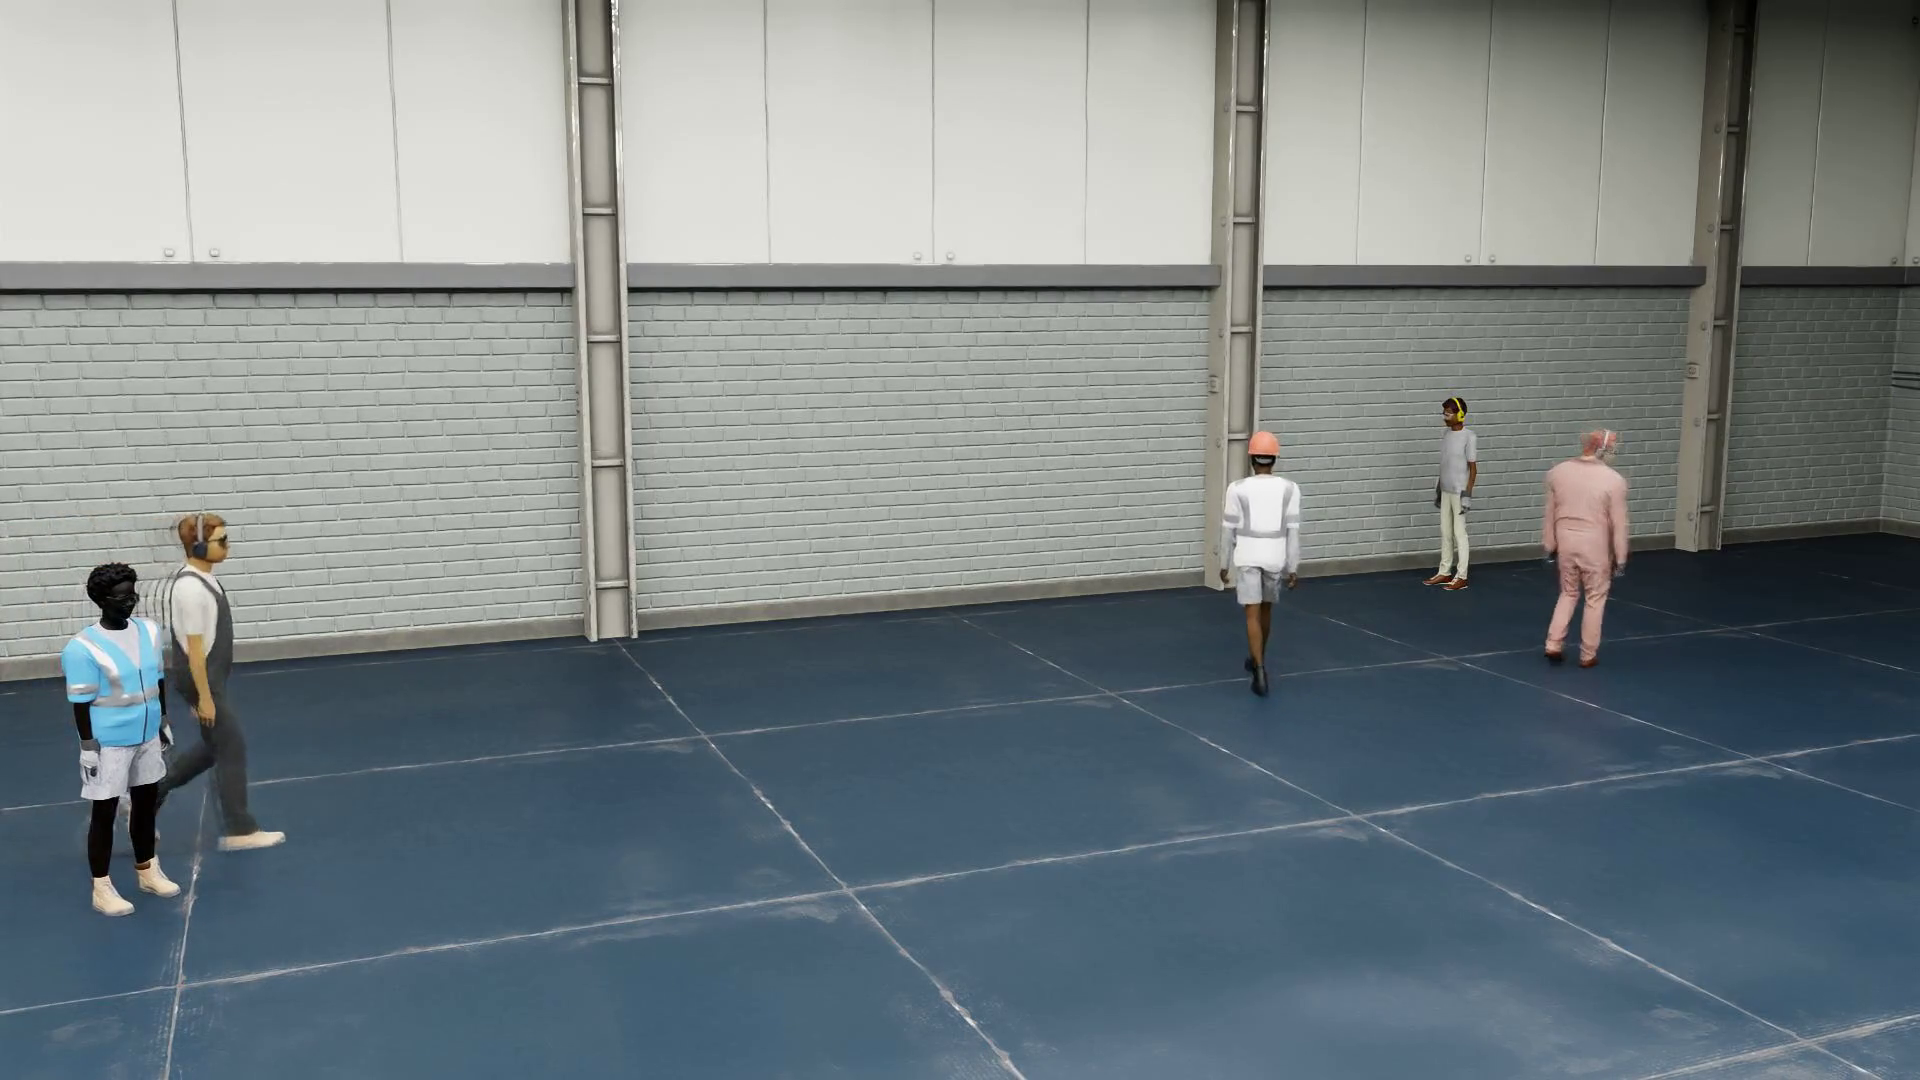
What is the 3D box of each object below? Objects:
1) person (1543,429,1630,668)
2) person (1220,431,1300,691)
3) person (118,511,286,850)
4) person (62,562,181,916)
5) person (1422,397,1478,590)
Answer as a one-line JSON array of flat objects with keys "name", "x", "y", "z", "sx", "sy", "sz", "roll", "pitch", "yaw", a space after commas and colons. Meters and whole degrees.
[{"name": "person", "x": 4.831, "y": 0.078, "z": 12.772, "sx": 0.456, "sy": 1.870, "sz": 0.671, "roll": -7, "pitch": 11, "yaw": -37}, {"name": "person", "x": 2.221, "y": 0.142, "z": 12.296, "sx": 0.557, "sy": 1.899, "sz": 0.971, "roll": 0, "pitch": 9, "yaw": -1}, {"name": "person", "x": -3.993, "y": 0.755, "z": 8.669, "sx": 0.726, "sy": 1.826, "sz": 0.513, "roll": -3, "pitch": 10, "yaw": -20}, {"name": "person", "x": -4.001, "y": 0.936, "z": 7.942, "sx": 0.321, "sy": 1.689, "sz": 0.530, "roll": 3, "pitch": 10, "yaw": 19}, {"name": "person", "x": 4.769, "y": -0.448, "z": 16.089, "sx": 0.328, "sy": 1.865, "sz": 0.521, "roll": -3, "pitch": 10, "yaw": -20}]
